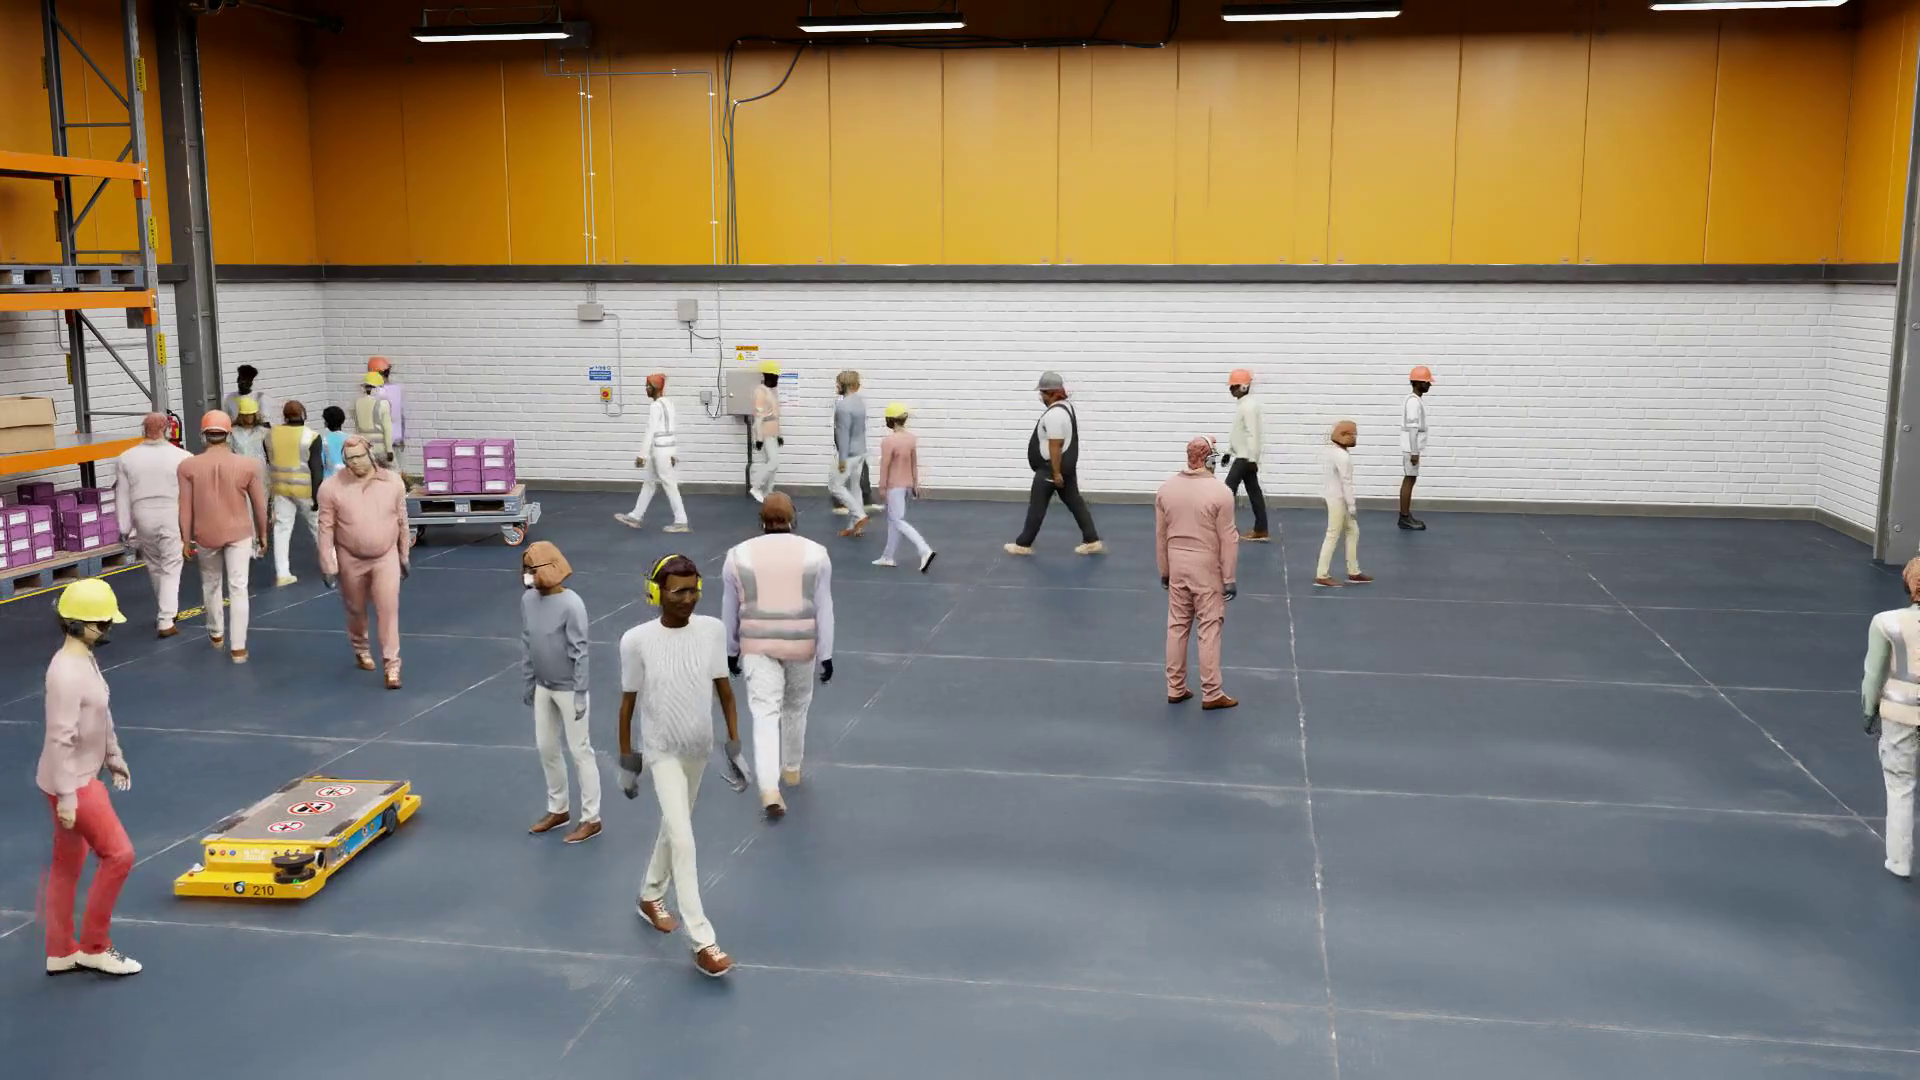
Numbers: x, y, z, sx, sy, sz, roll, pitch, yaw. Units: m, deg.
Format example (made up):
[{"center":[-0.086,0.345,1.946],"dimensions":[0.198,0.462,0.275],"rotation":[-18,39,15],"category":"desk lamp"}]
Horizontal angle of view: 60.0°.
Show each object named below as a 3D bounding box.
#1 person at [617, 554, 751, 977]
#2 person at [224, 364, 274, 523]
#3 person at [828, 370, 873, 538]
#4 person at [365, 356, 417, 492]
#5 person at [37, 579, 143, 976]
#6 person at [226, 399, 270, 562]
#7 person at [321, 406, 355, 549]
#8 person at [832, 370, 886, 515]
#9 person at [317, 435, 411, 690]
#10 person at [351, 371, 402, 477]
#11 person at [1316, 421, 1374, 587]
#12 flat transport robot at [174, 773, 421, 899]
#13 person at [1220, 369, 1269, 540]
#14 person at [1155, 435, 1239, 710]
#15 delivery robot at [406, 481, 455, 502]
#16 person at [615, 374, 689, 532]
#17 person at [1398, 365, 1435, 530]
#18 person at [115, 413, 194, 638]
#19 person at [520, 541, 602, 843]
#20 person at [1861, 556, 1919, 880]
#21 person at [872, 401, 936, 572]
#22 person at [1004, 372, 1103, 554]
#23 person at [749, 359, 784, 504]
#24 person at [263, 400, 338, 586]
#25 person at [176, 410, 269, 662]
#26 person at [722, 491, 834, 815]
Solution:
[{"center":[-1.235,0.953,7.378],"dimensions":[0.493,1.815,0.995],"rotation":[-7,11,-37],"category":"person"},{"center":[-8.500,-1.139,19.931],"dimensions":[0.715,1.943,0.414],"rotation":[2,9,13],"category":"person"},{"center":[-1.263,-0.956,18.858],"dimensions":[0.436,1.924,0.649],"rotation":[3,10,16],"category":"person"},{"center":[-7.018,-1.266,20.550],"dimensions":[0.642,2.014,0.610],"rotation":[2,9,13],"category":"person"},{"center":[-3.727,1.026,7.094],"dimensions":[0.499,1.736,0.556],"rotation":[-4,10,-25],"category":"person"},{"center":[-7.395,-0.620,17.426],"dimensions":[0.512,1.697,0.866],"rotation":[-5,11,-29],"category":"person"},{"center":[-6.367,-0.547,17.120],"dimensions":[0.541,1.648,0.822],"rotation":[-4,10,-23],"category":"person"},{"center":[-1.263,-1.200,20.706],"dimensions":[0.747,1.822,0.523],"rotation":[2,9,13],"category":"person"},{"center":[-4.417,0.135,12.351],"dimensions":[0.659,1.857,1.011],"rotation":[-4,10,-25],"category":"person"},{"center":[-7.150,-1.162,20.460],"dimensions":[0.599,1.818,0.514],"rotation":[3,10,20],"category":"person"},{"center":[3.766,-0.340,16.011],"dimensions":[0.679,1.608,0.519],"rotation":[1,9,7],"category":"person"},{"center":[-3.403,1.512,8.661],"dimensions":[0.652,0.197,1.431],"rotation":[1,9,4],"category":"flat transport robot"},{"center":[3.072,-0.946,18.726],"dimensions":[0.946,1.950,0.617],"rotation":[1,9,7],"category":"person"},{"center":[1.674,0.222,11.603],"dimensions":[0.642,1.910,0.401],"rotation":[9,13,44],"category":"person"},{"center":[-6.311,-0.461,19.738],"dimensions":[0.707,0.478,0.477],"rotation":[-8,12,-40],"category":"delivery robot"},{"center":[-3.609,-1.003,19.400],"dimensions":[0.929,1.843,0.589],"rotation":[0,9,0],"category":"person"},{"center":[5.393,-1.093,19.670],"dimensions":[0.379,1.937,0.548],"rotation":[2,9,14],"category":"person"},{"center":[-6.701,-0.147,14.053],"dimensions":[0.676,1.851,1.004],"rotation":[-2,9,-11],"category":"person"},{"center":[-2.158,0.803,8.884],"dimensions":[0.508,1.616,0.320],"rotation":[7,12,38],"category":"person"},{"center":[4.775,0.889,8.287],"dimensions":[0.524,1.625,0.369],"rotation":[3,10,20],"category":"person"},{"center":[-0.571,-0.545,16.910],"dimensions":[0.823,1.737,0.528],"rotation":[6,11,33],"category":"person"},{"center":[1.046,-0.847,17.824],"dimensions":[1.031,2.000,0.694],"rotation":[3,10,20],"category":"person"},{"center":[-2.460,-1.385,21.578],"dimensions":[0.409,1.912,0.585],"rotation":[2,9,11],"category":"person"},{"center":[-6.490,-0.482,16.380],"dimensions":[0.609,1.777,0.958],"rotation":[1,9,4],"category":"person"},{"center":[-5.820,-0.054,13.183],"dimensions":[0.639,1.947,0.957],"rotation":[-3,10,-20],"category":"person"},{"center":[-1.036,0.621,9.488],"dimensions":[0.632,1.801,0.985],"rotation":[-1,9,-8],"category":"person"}]
